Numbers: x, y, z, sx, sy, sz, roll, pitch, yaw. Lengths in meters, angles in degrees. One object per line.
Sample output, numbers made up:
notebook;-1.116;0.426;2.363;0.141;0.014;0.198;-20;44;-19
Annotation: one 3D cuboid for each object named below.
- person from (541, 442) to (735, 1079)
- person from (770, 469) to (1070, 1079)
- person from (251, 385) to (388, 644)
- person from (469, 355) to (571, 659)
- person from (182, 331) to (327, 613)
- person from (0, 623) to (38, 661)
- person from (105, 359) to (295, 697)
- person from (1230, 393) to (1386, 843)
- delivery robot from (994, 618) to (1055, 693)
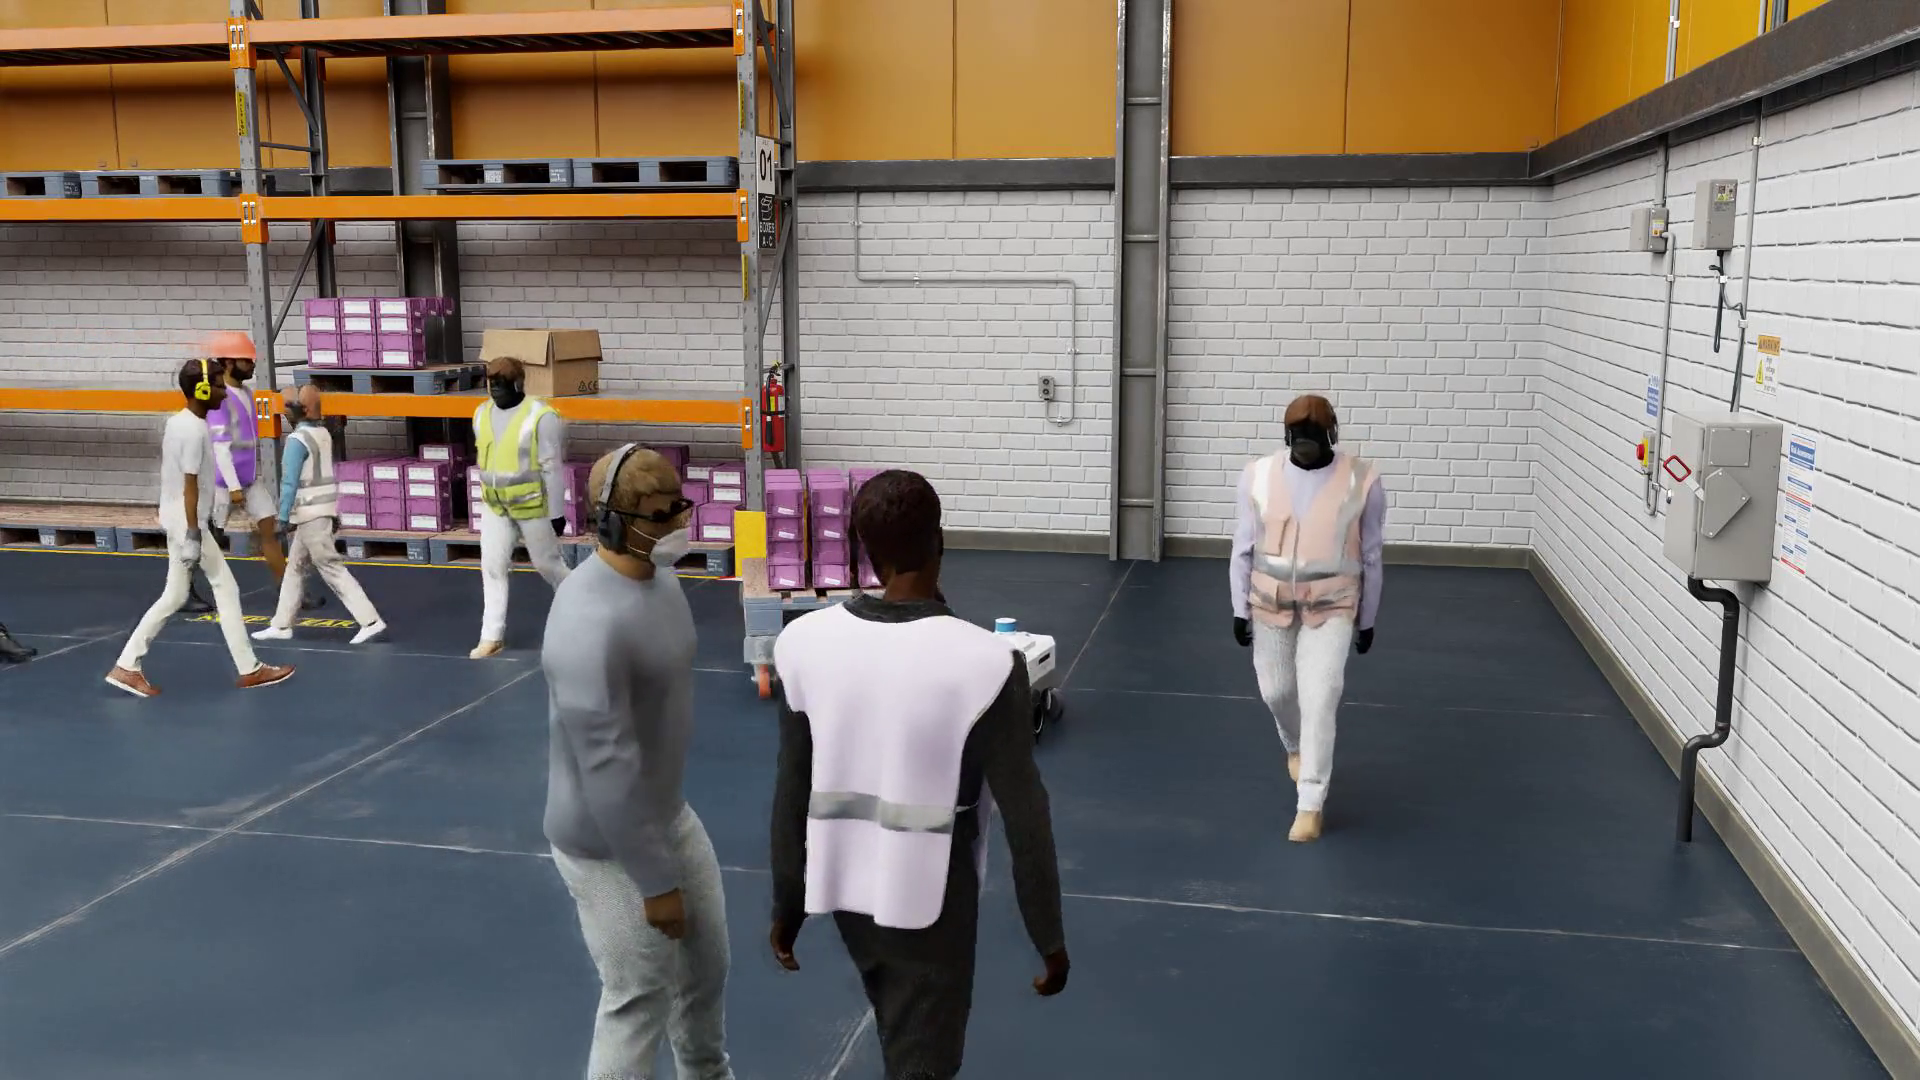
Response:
person;-0.741;0.713;4.001;0.466;1.915;0.684;1;10;8
person;-0.047;0.780;3.694;0.647;1.870;0.898;6;11;31
person;-3.923;-0.148;10.133;0.851;1.597;0.530;-1;9;-4
person;-2.604;-0.229;10.073;0.635;1.802;0.914;4;10;21
person;-4.831;-0.439;11.043;1.032;1.886;0.561;1;9;4
person;-5.697;-0.183;9.416;0.813;1.896;0.548;0;9;1
person;-4.175;-0.062;8.965;0.887;1.829;0.552;-7;11;-34
person;1.458;0.273;7.003;0.613;1.810;0.866;4;10;23
delivery robot;0.225;0.632;8.284;0.477;0.478;0.707;4;10;20
